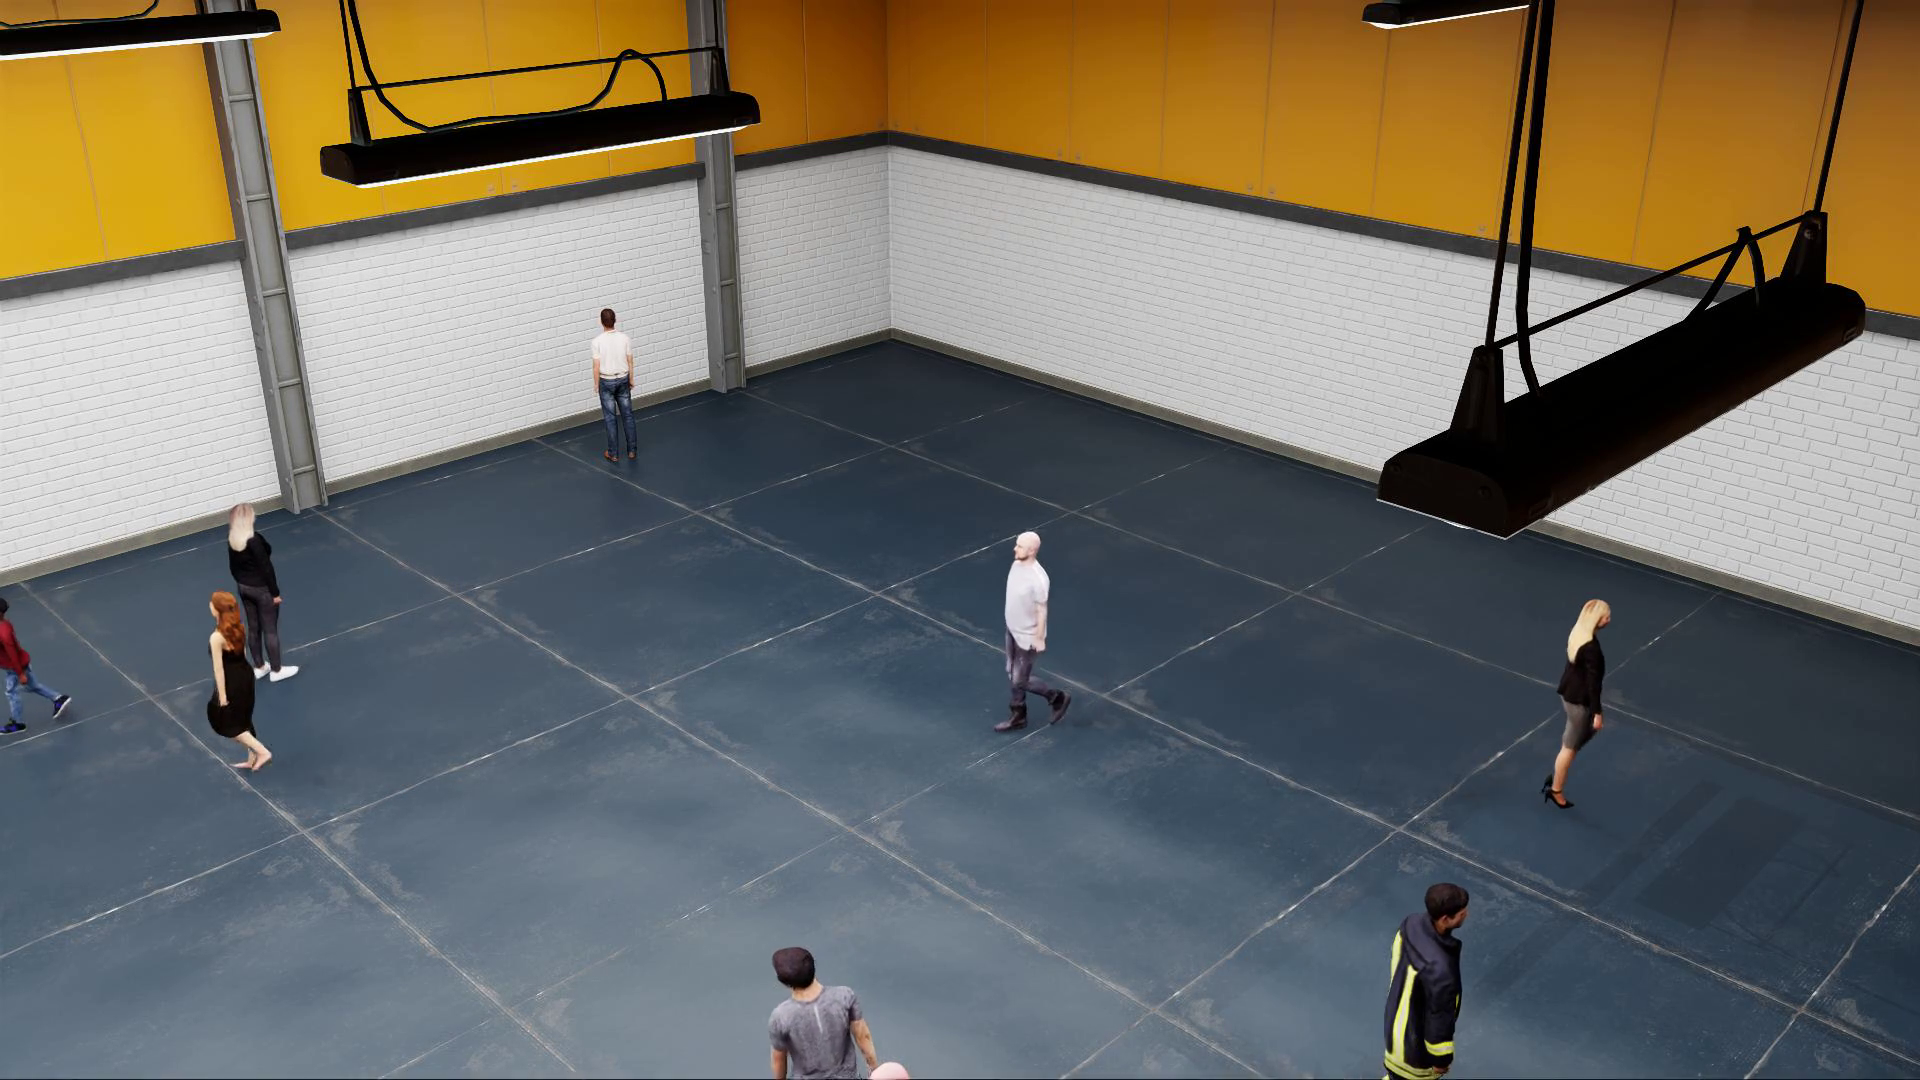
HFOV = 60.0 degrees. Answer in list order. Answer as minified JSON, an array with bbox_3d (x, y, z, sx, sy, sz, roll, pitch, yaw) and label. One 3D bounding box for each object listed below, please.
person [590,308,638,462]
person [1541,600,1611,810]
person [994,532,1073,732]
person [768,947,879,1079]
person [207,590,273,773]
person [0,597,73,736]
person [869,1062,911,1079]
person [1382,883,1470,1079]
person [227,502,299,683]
[{"bbox_3d":[-4.136,-1.868,19.903,0.604,1.855,0.783,-13,27,-27],"label":"person"},{"bbox_3d":[4.642,1.278,12.739,0.825,1.830,0.756,1,24,2],"label":"person"},{"bbox_3d":[0.622,0.774,13.909,1.014,1.816,0.879,-8,25,-18],"label":"person"},{"bbox_3d":[-0.679,2.954,8.897,0.770,1.835,0.946,-3,24,-7],"label":"person"},{"bbox_3d":[-5.712,1.167,13.267,0.819,1.609,0.768,4,24,9],"label":"person"},{"bbox_3d":[-7.906,1.033,14.045,0.871,1.232,0.659,-14,27,-29],"label":"person"},{"bbox_3d":[-0.326,3.293,8.164,0.637,1.802,0.665,-15,28,-30],"label":"person"},{"bbox_3d":[2.500,2.715,9.345,1.007,1.914,0.946,0,24,0],"label":"person"},{"bbox_3d":[-6.261,0.460,14.789,0.676,1.686,0.637,11,26,24],"label":"person"}]
